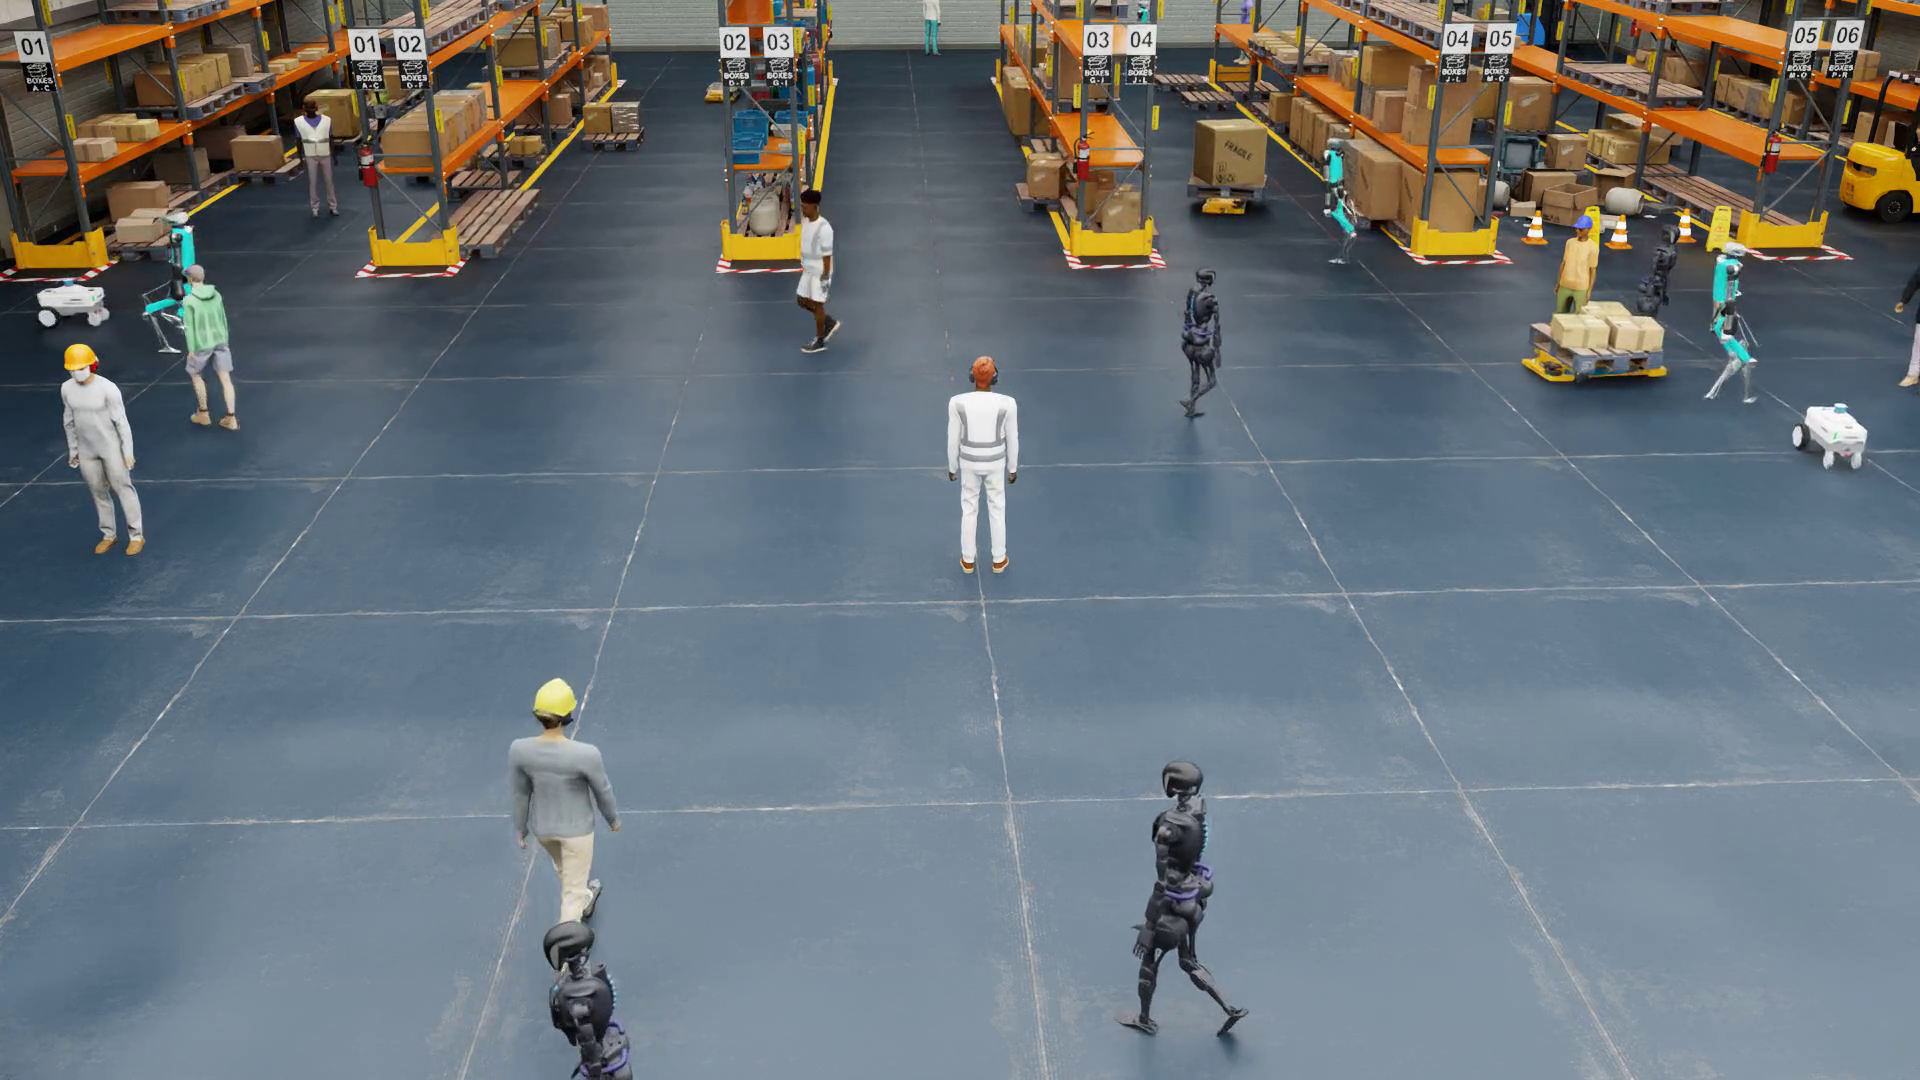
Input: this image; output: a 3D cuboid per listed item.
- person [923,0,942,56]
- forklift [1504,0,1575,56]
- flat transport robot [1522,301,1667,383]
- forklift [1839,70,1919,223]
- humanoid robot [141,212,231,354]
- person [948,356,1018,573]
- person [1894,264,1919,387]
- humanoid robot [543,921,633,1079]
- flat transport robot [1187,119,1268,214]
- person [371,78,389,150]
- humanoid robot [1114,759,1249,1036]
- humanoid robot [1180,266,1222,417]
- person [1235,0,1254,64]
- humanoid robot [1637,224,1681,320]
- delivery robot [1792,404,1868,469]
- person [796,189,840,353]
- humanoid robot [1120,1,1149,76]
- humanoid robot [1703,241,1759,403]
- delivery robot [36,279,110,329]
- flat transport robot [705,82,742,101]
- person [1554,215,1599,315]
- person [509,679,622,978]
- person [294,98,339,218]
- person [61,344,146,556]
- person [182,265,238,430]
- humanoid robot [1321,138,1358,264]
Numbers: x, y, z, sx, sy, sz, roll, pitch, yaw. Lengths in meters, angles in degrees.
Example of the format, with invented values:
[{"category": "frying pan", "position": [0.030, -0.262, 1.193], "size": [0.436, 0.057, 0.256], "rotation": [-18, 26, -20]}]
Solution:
[{"category": "person", "position": [-0.709, -13.279, 42.464], "size": [0.524, 1.772, 0.305], "rotation": [18, 30, 35]}, {"category": "forklift", "position": [14.700, -13.805, 42.301], "size": [1.873, 2.768, 1.129], "rotation": [-1, 24, -2]}, {"category": "flat transport robot", "position": [7.251, -2.028, 19.030], "size": [1.431, 0.231, 0.659], "rotation": [-4, 24, -9]}, {"category": "forklift", "position": [15.132, -6.143, 25.915], "size": [2.313, 2.155, 1.214], "rotation": [-1, 24, -2]}, {"category": "humanoid robot", "position": [-9.094, -2.906, 19.201], "size": [1.028, 1.730, 0.548], "rotation": [-3, 24, -6]}, {"category": "person", "position": [0.191, -0.618, 13.875], "size": [0.584, 1.882, 0.341], "rotation": [1, 24, 2]}, {"category": "person", "position": [10.698, -2.546, 18.258], "size": [0.770, 1.849, 0.444], "rotation": [21, 31, 39]}, {"category": "humanoid robot", "position": [-1.601, 2.391, 7.379], "size": [0.342, 1.637, 0.600], "rotation": [-5, 25, -11]}, {"category": "flat transport robot", "position": [4.311, -5.519, 26.874], "size": [0.659, 0.231, 1.431], "rotation": [5, 25, 12]}, {"category": "person", "position": [-10.814, -8.169, 31.070], "size": [0.317, 1.695, 0.539], "rotation": [-4, 24, -8]}, {"category": "humanoid robot", "position": [1.164, 1.882, 8.544], "size": [0.655, 1.638, 0.613], "rotation": [14, 27, 28]}, {"category": "humanoid robot", "position": [2.459, -2.059, 17.368], "size": [0.424, 1.651, 0.607], "rotation": [-13, 27, -26]}, {"category": "person", "position": [7.086, -12.697, 41.121], "size": [0.380, 1.797, 0.603], "rotation": [-1, 24, -3]}, {"category": "humanoid robot", "position": [7.954, -2.826, 19.111], "size": [0.393, 1.643, 0.594], "rotation": [19, 30, 36]}, {"category": "delivery robot", "position": [8.672, -1.065, 16.512], "size": [0.499, 0.594, 0.778], "rotation": [1, 24, 3]}, {"category": "person", "position": [-1.680, -3.162, 19.513], "size": [0.481, 1.945, 0.636], "rotation": [-14, 28, -29]}, {"category": "humanoid robot", "position": [3.997, -11.747, 39.103], "size": [0.838, 1.805, 0.565], "rotation": [9, 25, 19]}, {"category": "humanoid robot", "position": [8.452, -2.284, 17.890], "size": [0.828, 1.852, 0.535], "rotation": [3, 24, 7]}, {"category": "delivery robot", "position": [-11.103, -2.952, 20.770], "size": [0.808, 0.607, 0.499], "rotation": [-2, 24, -4]}, {"category": "flat transport robot", "position": [-5.218, -9.900, 36.718], "size": [0.659, 0.231, 1.431], "rotation": [0, 24, 0]}, {"category": "person", "position": [7.084, -2.898, 19.202], "size": [0.354, 1.718, 0.442], "rotation": [-20, 31, -37]}, {"category": "person", "position": [-2.153, 1.532, 9.238], "size": [0.536, 1.725, 0.889], "rotation": [5, 25, 11]}, {"category": "person", "position": [-10.031, -5.977, 25.968], "size": [0.568, 1.840, 0.373], "rotation": [-12, 27, -25]}, {"category": "person", "position": [-7.355, -0.776, 14.230], "size": [0.569, 1.889, 0.389], "rotation": [2, 24, 4]}, {"category": "person", "position": [-7.810, -2.005, 17.184], "size": [0.701, 1.717, 0.522], "rotation": [17, 29, 33]}, {"category": "humanoid robot", "position": [5.368, -4.621, 23.176], "size": [0.762, 1.878, 0.542], "rotation": [17, 29, 33]}]
